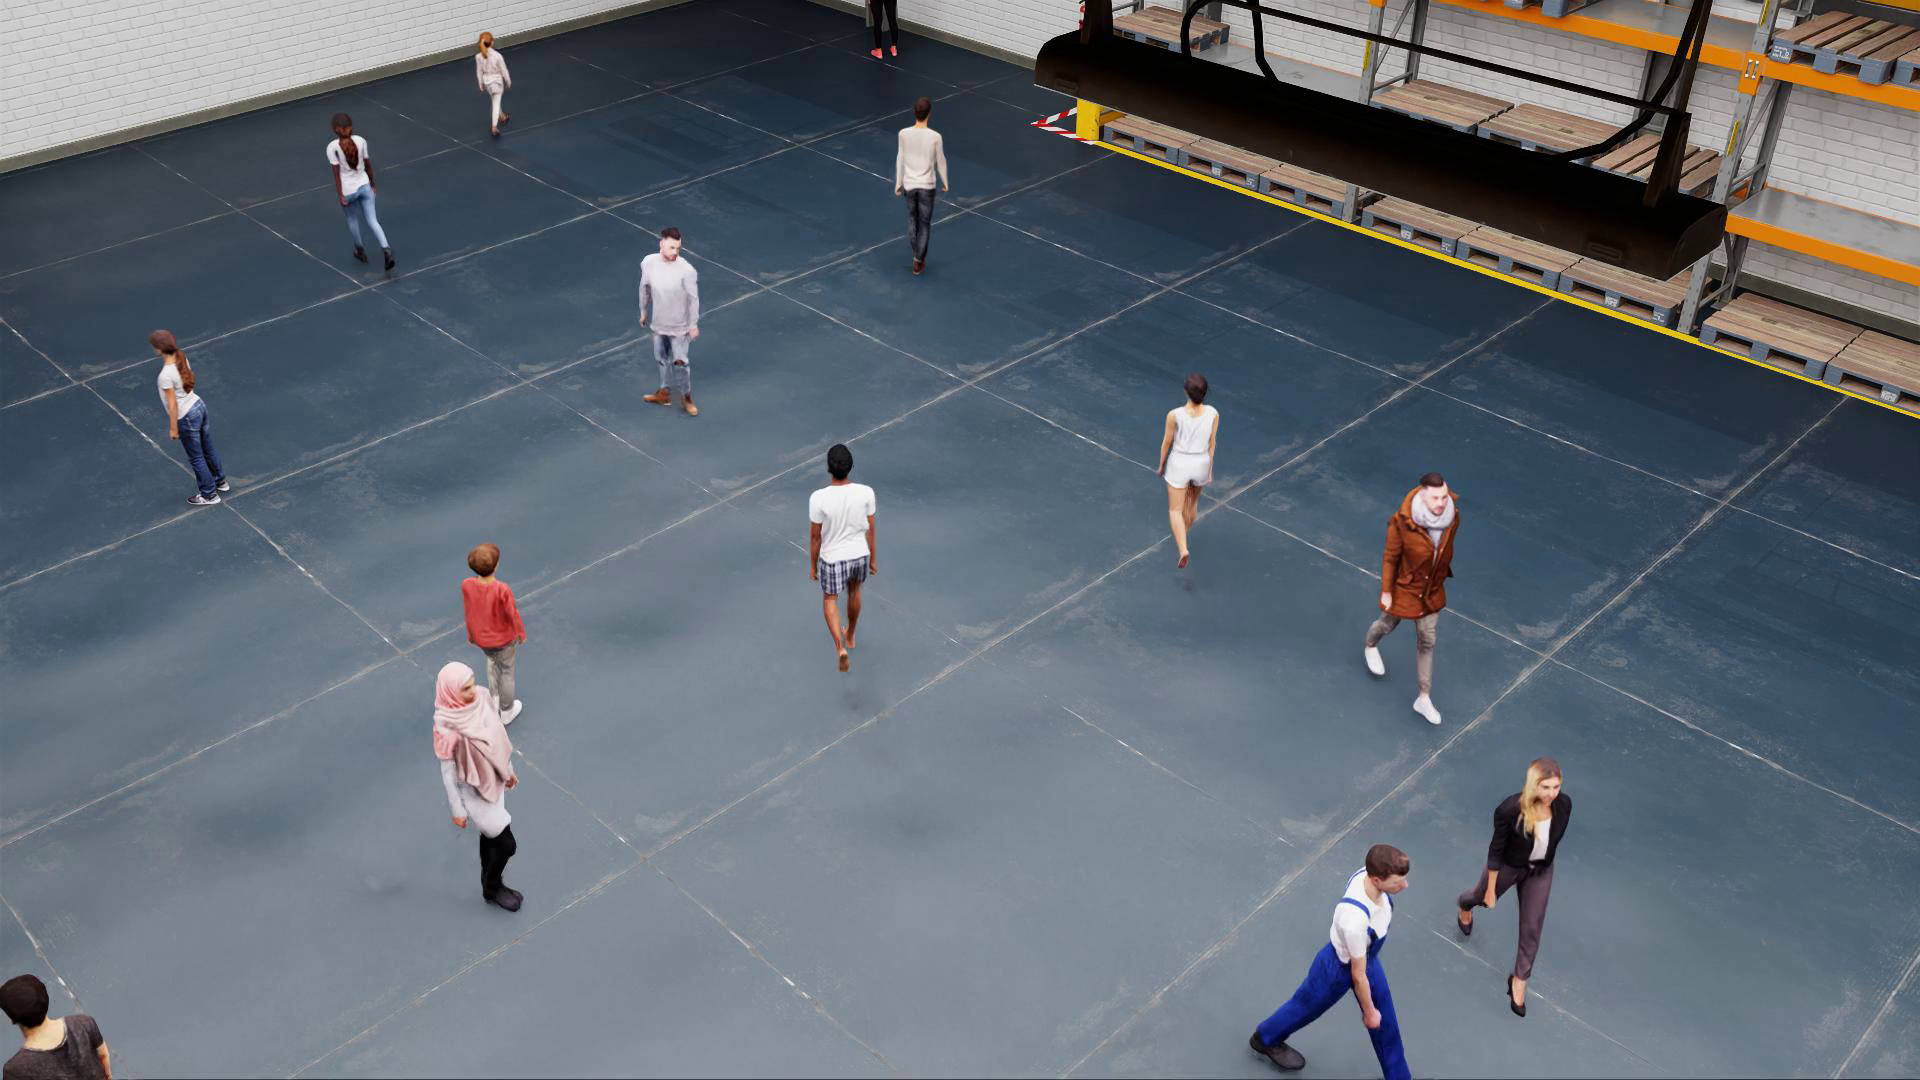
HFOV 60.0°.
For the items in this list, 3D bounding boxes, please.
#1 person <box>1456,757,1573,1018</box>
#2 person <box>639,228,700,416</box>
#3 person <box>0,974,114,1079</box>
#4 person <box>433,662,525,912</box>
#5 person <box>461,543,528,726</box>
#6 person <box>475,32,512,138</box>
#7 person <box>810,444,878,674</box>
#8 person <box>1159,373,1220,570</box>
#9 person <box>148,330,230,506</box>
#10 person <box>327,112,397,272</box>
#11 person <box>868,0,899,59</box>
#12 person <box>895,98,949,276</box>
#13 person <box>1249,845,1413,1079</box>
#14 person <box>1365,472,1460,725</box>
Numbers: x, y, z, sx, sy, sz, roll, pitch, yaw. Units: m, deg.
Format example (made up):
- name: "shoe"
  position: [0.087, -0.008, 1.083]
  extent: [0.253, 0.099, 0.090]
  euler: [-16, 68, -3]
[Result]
- name: "person"
  position: [3.085, 1.819, 9.351]
  extent: [1.000, 1.628, 1.103]
  euler: [-3, 34, -4]
- name: "person"
  position: [-2.625, -1.975, 14.895]
  extent: [0.646, 1.809, 0.956]
  euler: [22, 40, 30]
- name: "person"
  position: [-4.133, 2.756, 7.883]
  extent: [0.957, 1.692, 0.722]
  euler: [22, 40, 30]
- name: "person"
  position: [-2.893, 1.447, 9.757]
  extent: [0.800, 1.797, 0.772]
  euler: [9, 35, 14]
- name: "person"
  position: [-3.190, 0.675, 11.272]
  extent: [0.614, 1.406, 0.696]
  euler: [6, 34, 10]
- name: "person"
  position: [-5.921, -5.739, 21.041]
  extent: [0.956, 1.275, 0.968]
  euler: [3, 34, 5]
- name: "person"
  position: [-0.802, 0.172, 11.760]
  extent: [0.927, 1.704, 1.054]
  euler: [-7, 34, -11]
- name: "person"
  position: [1.788, -0.519, 12.907]
  extent: [0.939, 1.585, 1.040]
  euler: [-3, 34, -4]
- name: "person"
  position: [-6.359, -1.030, 13.696]
  extent: [0.679, 1.563, 0.632]
  euler: [4, 34, 6]
- name: "person"
  position: [-6.305, -3.631, 17.491]
  extent: [0.642, 1.693, 1.083]
  euler: [-25, 41, -33]
- name: "person"
  position: [-1.096, -7.752, 23.690]
  extent: [0.666, 1.693, 0.645]
  euler: [-14, 36, -20]
- name: "person"
  position: [-0.441, -3.657, 17.394]
  extent: [0.927, 1.845, 0.969]
  euler: [6, 34, 10]
- name: "person"
  position: [1.916, 2.219, 8.606]
  extent: [1.349, 1.785, 0.821]
  euler: [19, 38, 26]
- name: "person"
  position: [3.079, 0.299, 11.490]
  extent: [1.078, 1.791, 1.264]
  euler: [-8, 34, -12]
